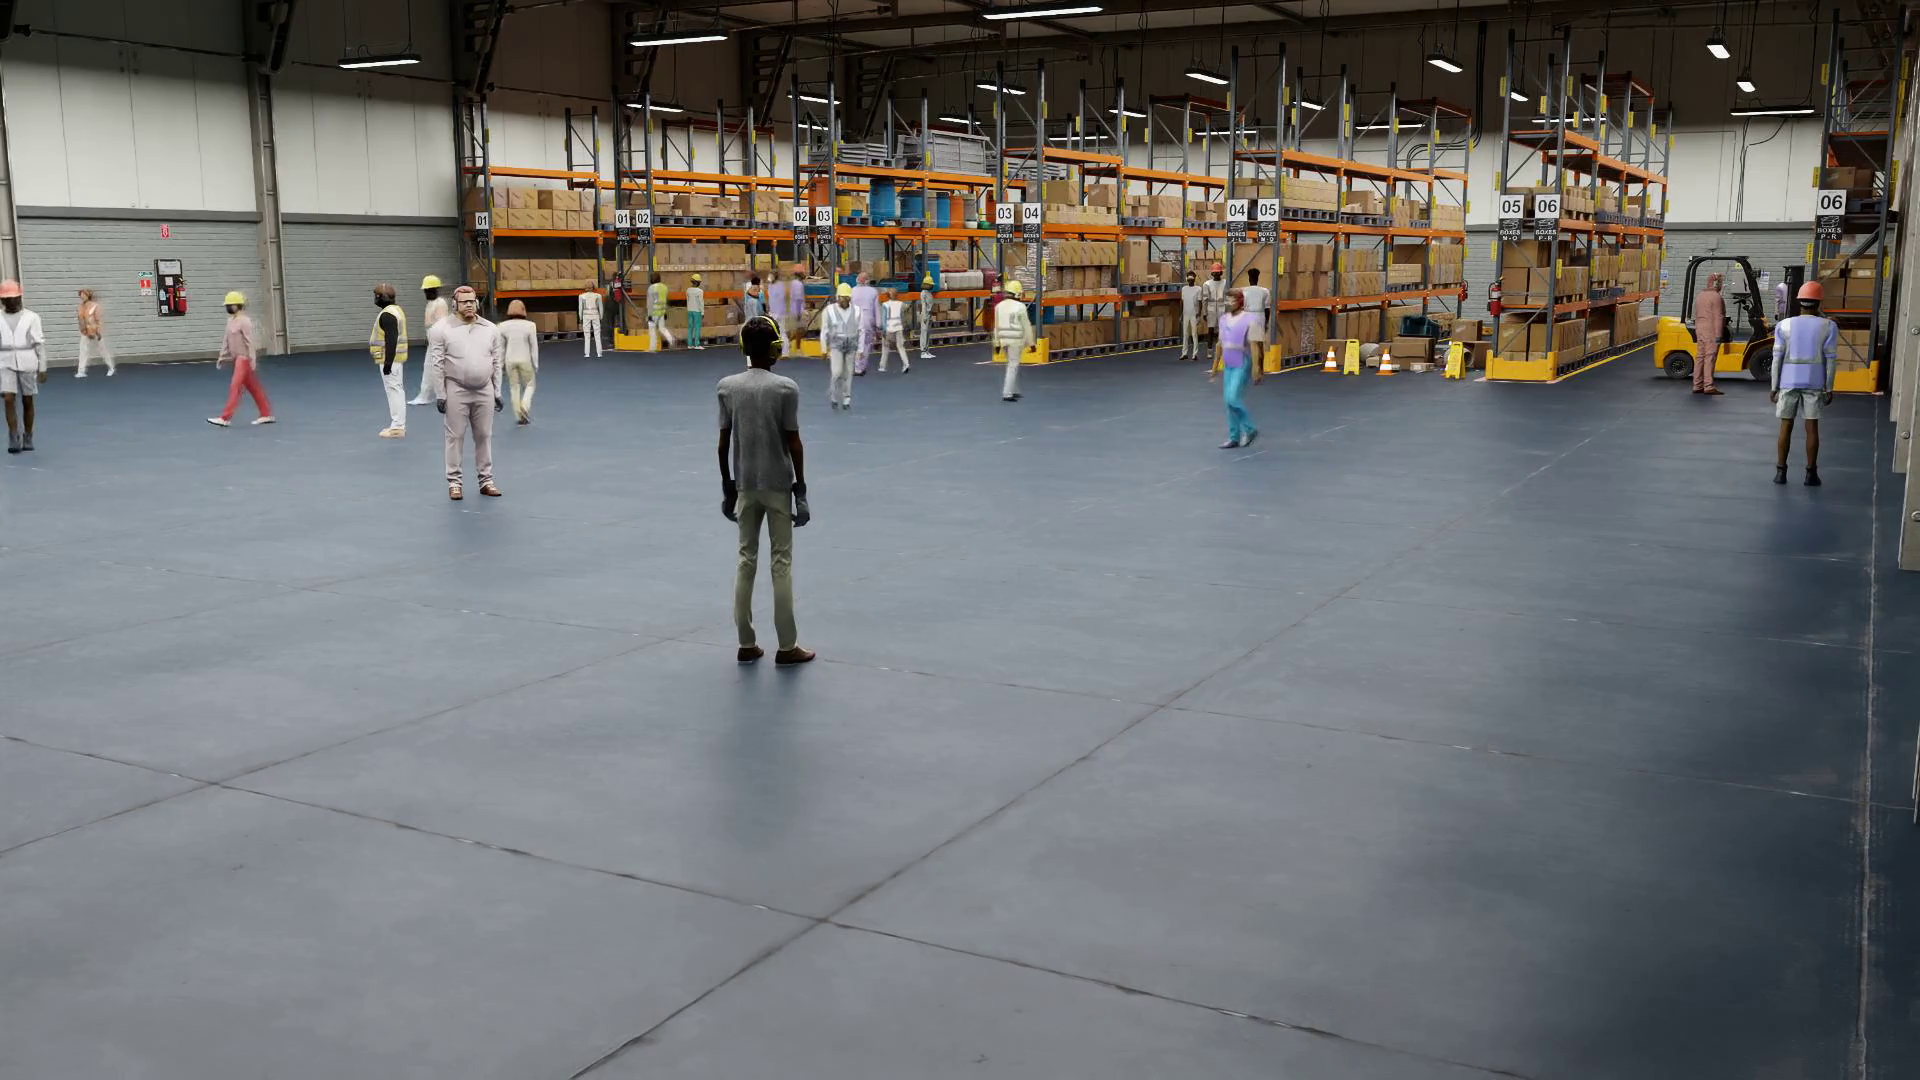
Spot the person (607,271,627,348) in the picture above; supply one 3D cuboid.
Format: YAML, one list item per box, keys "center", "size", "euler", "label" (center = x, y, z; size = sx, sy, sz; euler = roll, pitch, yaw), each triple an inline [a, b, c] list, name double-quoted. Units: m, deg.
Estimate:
- center: [-8.168, -5.508, 39.746]
  size: [0.530, 1.812, 0.762]
  euler: [4, 11, 24]
  label: "person"

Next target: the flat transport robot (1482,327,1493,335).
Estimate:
- center: [14.212, -5.785, 45.882]
  size: [0.652, 0.197, 1.431]
  euler: [-3, 10, -19]
  label: "flat transport robot"

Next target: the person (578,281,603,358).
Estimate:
- center: [-7.917, -4.725, 35.685]
  size: [0.515, 1.636, 0.315]
  euler: [-3, 10, -15]
  label: "person"

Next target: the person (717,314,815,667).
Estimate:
- center: [-1.039, -0.257, 8.840]
  size: [0.521, 1.873, 0.328]
  euler: [4, 10, 20]
  label: "person"

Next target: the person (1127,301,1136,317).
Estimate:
- center: [5.508, -7.969, 53.635]
  size: [0.400, 1.990, 0.622]
  euler: [6, 11, 31]
  label: "person"

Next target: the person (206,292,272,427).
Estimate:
- center: [-9.258, -2.304, 21.280]
  size: [0.525, 1.721, 0.907]
  euler: [10, 14, 44]
  label: "person"

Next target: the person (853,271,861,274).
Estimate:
- center: [-2.477, -5.645, 40.537]
  size: [0.654, 1.813, 0.703]
  euler: [5, 11, 25]
  label: "person"

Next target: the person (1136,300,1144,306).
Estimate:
- center: [5.599, -7.426, 50.696]
  size: [0.655, 1.911, 0.524]
  euler: [-5, 11, -28]
  label: "person"

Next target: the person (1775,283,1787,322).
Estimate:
- center: [18.404, -5.073, 36.907]
  size: [0.589, 1.921, 0.396]
  euler: [5, 11, 25]
  label: "person"

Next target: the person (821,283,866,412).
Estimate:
- center: [-1.622, -2.678, 23.219]
  size: [0.602, 1.804, 0.531]
  euler: [-4, 10, -20]
  label: "person"

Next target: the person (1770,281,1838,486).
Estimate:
- center: [8.029, -1.487, 15.848]
  size: [0.551, 1.935, 0.375]
  euler: [6, 11, 30]
  label: "person"

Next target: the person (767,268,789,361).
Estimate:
- center: [-3.881, -4.628, 34.297]
  size: [0.814, 1.907, 0.652]
  euler: [-6, 11, -31]
  label: "person"

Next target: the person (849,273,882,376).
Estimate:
- center: [-1.853, -3.940, 30.410]
  size: [0.800, 1.855, 0.876]
  euler: [-2, 10, -11]
  label: "person"

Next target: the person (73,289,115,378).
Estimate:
- center: [-15.624, -3.727, 29.969]
  size: [0.531, 1.594, 0.874]
  euler: [2, 10, 12]
  label: "person"

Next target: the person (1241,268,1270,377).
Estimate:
- center: [5.264, -3.900, 29.895]
  size: [0.614, 1.962, 0.366]
  euler: [-1, 10, -5]
  label: "person"

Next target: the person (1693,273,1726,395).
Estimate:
- center: [11.868, -3.254, 26.276]
  size: [0.406, 1.911, 0.638]
  euler: [-1, 10, -6]
  label: "person"

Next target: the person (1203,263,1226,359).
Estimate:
- center: [5.432, -4.835, 35.175]
  size: [0.604, 2.038, 0.403]
  euler: [2, 10, 12]
  label: "person"

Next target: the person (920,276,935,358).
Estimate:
- center: [-0.695, -4.768, 35.627]
  size: [0.296, 1.744, 0.486]
  euler: [2, 10, 14]
  label: "person"

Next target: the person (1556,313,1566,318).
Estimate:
- center: [16.630, -6.565, 45.783]
  size: [0.606, 1.877, 0.984]
  euler: [-8, 12, -38]
  label: "person"

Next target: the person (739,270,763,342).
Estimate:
- center: [-5.038, -5.633, 40.405]
  size: [0.576, 1.849, 0.933]
  euler: [4, 11, 24]
  label: "person"

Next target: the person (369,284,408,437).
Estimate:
- center: [-6.884, -2.158, 20.062]
  size: [0.429, 1.840, 0.636]
  euler: [-2, 10, -11]
  label: "person"

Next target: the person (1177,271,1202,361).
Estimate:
- center: [4.807, -4.680, 34.736]
  size: [0.515, 1.874, 0.328]
  euler: [7, 12, 35]
  label: "person"

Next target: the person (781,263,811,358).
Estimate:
- center: [-3.478, -4.863, 35.356]
  size: [0.603, 2.024, 0.622]
  euler: [-2, 10, -12]
  label: "person"

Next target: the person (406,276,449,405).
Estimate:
- center: [-7.674, -2.909, 24.312]
  size: [0.818, 1.892, 0.607]
  euler: [-7, 12, -35]
  label: "person"

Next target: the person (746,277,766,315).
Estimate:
- center: [-4.757, -5.278, 38.771]
  size: [0.539, 1.688, 0.324]
  euler: [6, 12, 32]
  label: "person"

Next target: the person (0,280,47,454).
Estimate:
- center: [-10.409, -1.900, 18.368]
  size: [0.566, 1.896, 0.916]
  euler: [-5, 11, -27]
  label: "person"

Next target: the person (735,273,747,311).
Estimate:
- center: [-6.070, -6.661, 46.641]
  size: [0.524, 1.770, 0.315]
  euler: [5, 11, 29]
  label: "person"

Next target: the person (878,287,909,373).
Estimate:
- center: [-1.224, -3.920, 31.089]
  size: [0.533, 1.601, 0.851]
  euler: [-6, 12, -33]
  label: "person"

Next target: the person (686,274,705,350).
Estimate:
- center: [-6.159, -5.314, 38.784]
  size: [0.518, 1.757, 0.340]
  euler: [6, 12, 33]
  label: "person"

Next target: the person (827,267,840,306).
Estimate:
- center: [-3.123, -6.030, 42.521]
  size: [0.550, 1.915, 0.796]
  euler: [4, 11, 24]
  label: "person"

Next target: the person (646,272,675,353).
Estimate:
- center: [-6.755, -5.091, 37.273]
  size: [0.670, 1.824, 0.640]
  euler: [6, 11, 30]
  label: "person"

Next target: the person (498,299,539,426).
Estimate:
- center: [-5.645, -2.267, 21.318]
  size: [0.525, 1.616, 0.349]
  euler: [0, 10, 0]
  label: "person"

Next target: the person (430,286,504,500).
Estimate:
- center: [-4.413, -1.322, 14.973]
  size: [0.641, 1.908, 0.409]
  euler: [-7, 12, -36]
  label: "person"

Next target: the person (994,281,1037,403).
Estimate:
- center: [0.857, -2.937, 24.708]
  size: [0.678, 1.805, 0.596]
  euler: [-8, 12, -38]
  label: "person"

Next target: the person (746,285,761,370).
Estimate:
- center: [-3.930, -4.054, 31.766]
  size: [0.278, 1.633, 0.497]
  euler: [-5, 11, -25]
  label: "person"

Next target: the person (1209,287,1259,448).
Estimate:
- center: [3.112, -1.929, 18.765]
  size: [0.454, 1.824, 0.591]
  euler: [-5, 11, -25]
  label: "person"
